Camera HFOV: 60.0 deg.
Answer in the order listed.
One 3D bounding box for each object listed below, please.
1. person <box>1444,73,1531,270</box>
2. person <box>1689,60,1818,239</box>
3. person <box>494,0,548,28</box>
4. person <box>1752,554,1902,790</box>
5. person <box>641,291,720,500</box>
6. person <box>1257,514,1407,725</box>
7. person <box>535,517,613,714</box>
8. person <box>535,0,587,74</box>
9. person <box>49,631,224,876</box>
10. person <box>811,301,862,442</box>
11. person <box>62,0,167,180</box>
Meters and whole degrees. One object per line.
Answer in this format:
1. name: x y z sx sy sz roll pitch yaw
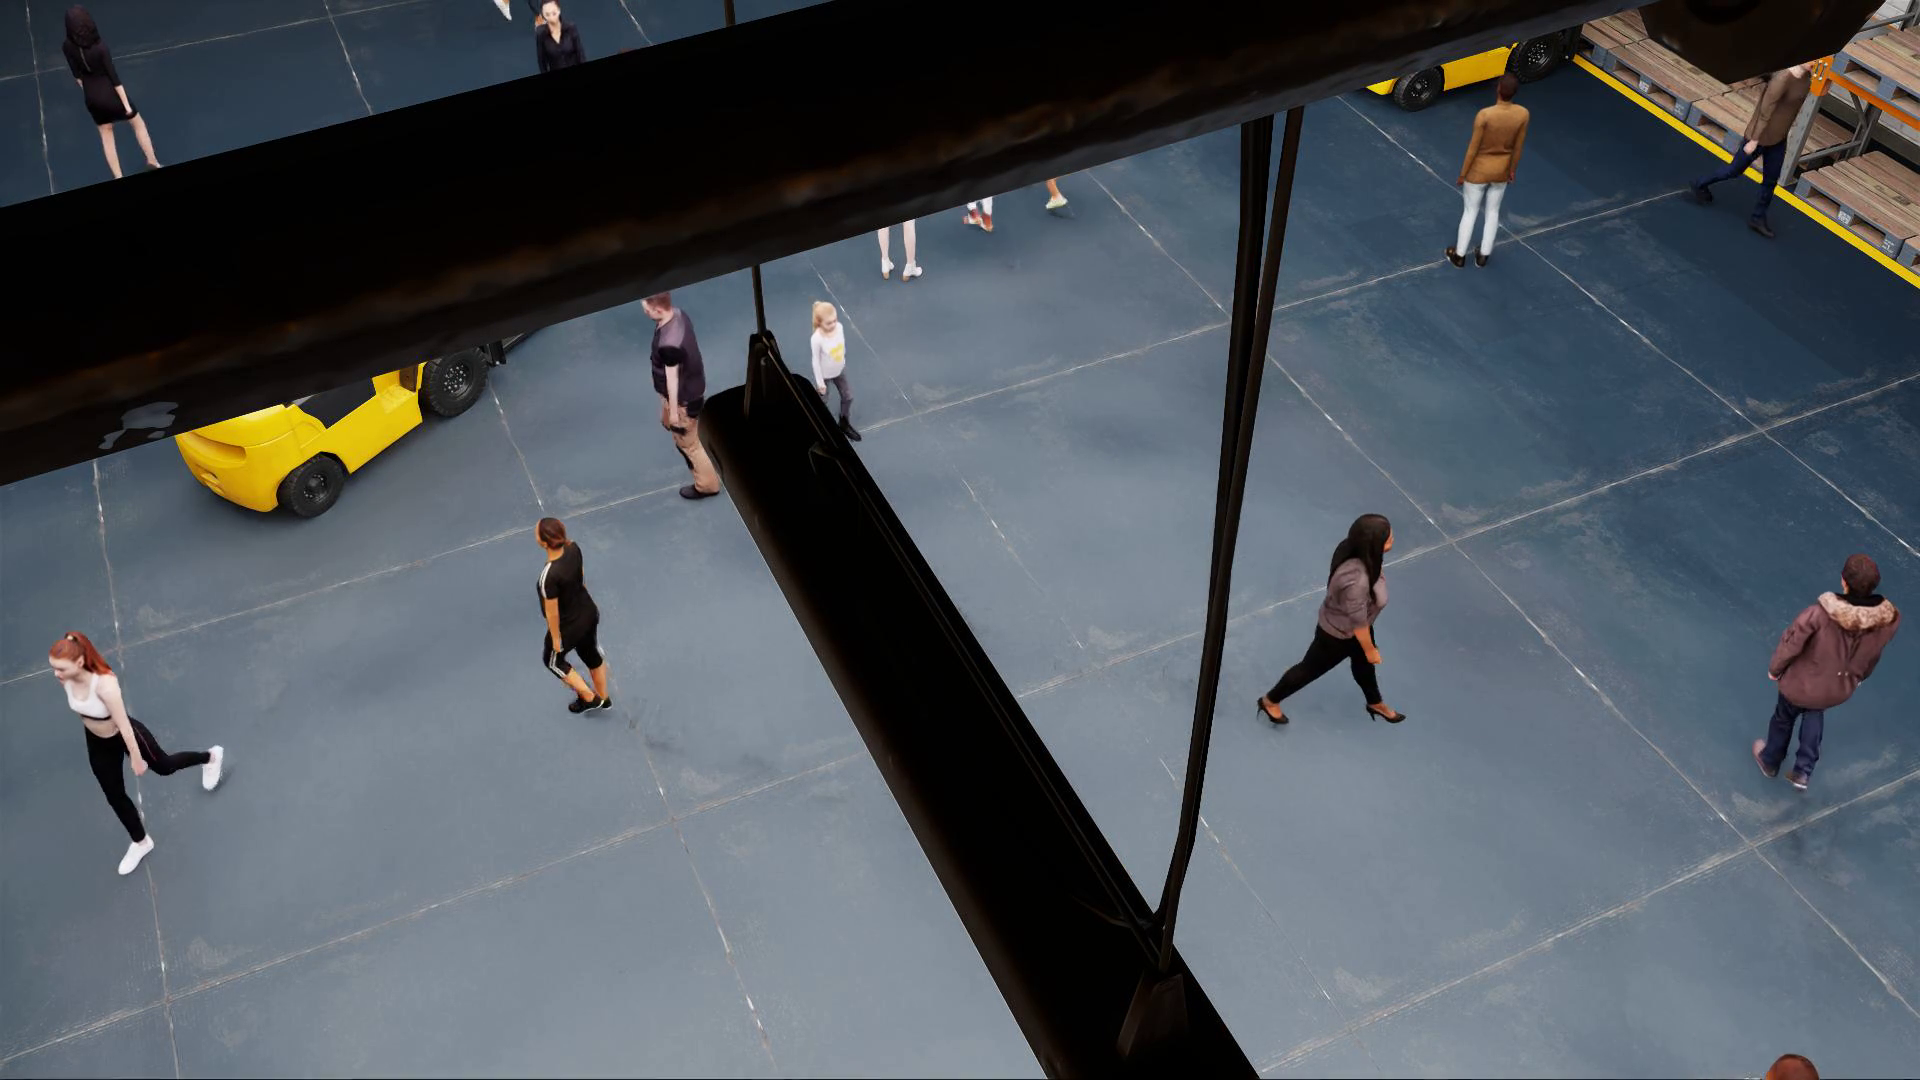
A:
1. person: 4.511 -3.137 14.185 0.712 1.816 0.681 -1 44 -1
2. person: 7.041 -3.620 14.673 0.780 1.842 1.189 -25 49 -24
3. person: -4.667 -6.158 17.371 0.889 1.794 0.953 0 44 0
4. person: 5.176 0.882 9.956 0.918 1.830 0.946 3 44 3
5. person: -1.913 -1.082 12.037 0.890 1.803 0.775 -3 44 -3
6. person: 2.260 0.565 10.326 1.184 1.779 1.198 10 45 10
7. person: -2.377 0.523 10.457 0.751 1.658 0.696 15 46 15
8. person: -3.661 -4.263 15.452 0.637 1.697 0.811 -13 45 -13
9. person: -4.862 1.122 9.789 1.125 1.713 1.164 15 46 15
10. person: -1.042 -1.314 12.668 0.676 1.269 0.608 34 53 30
11. person: -7.724 -3.877 14.986 0.843 1.781 0.953 2 44 3
